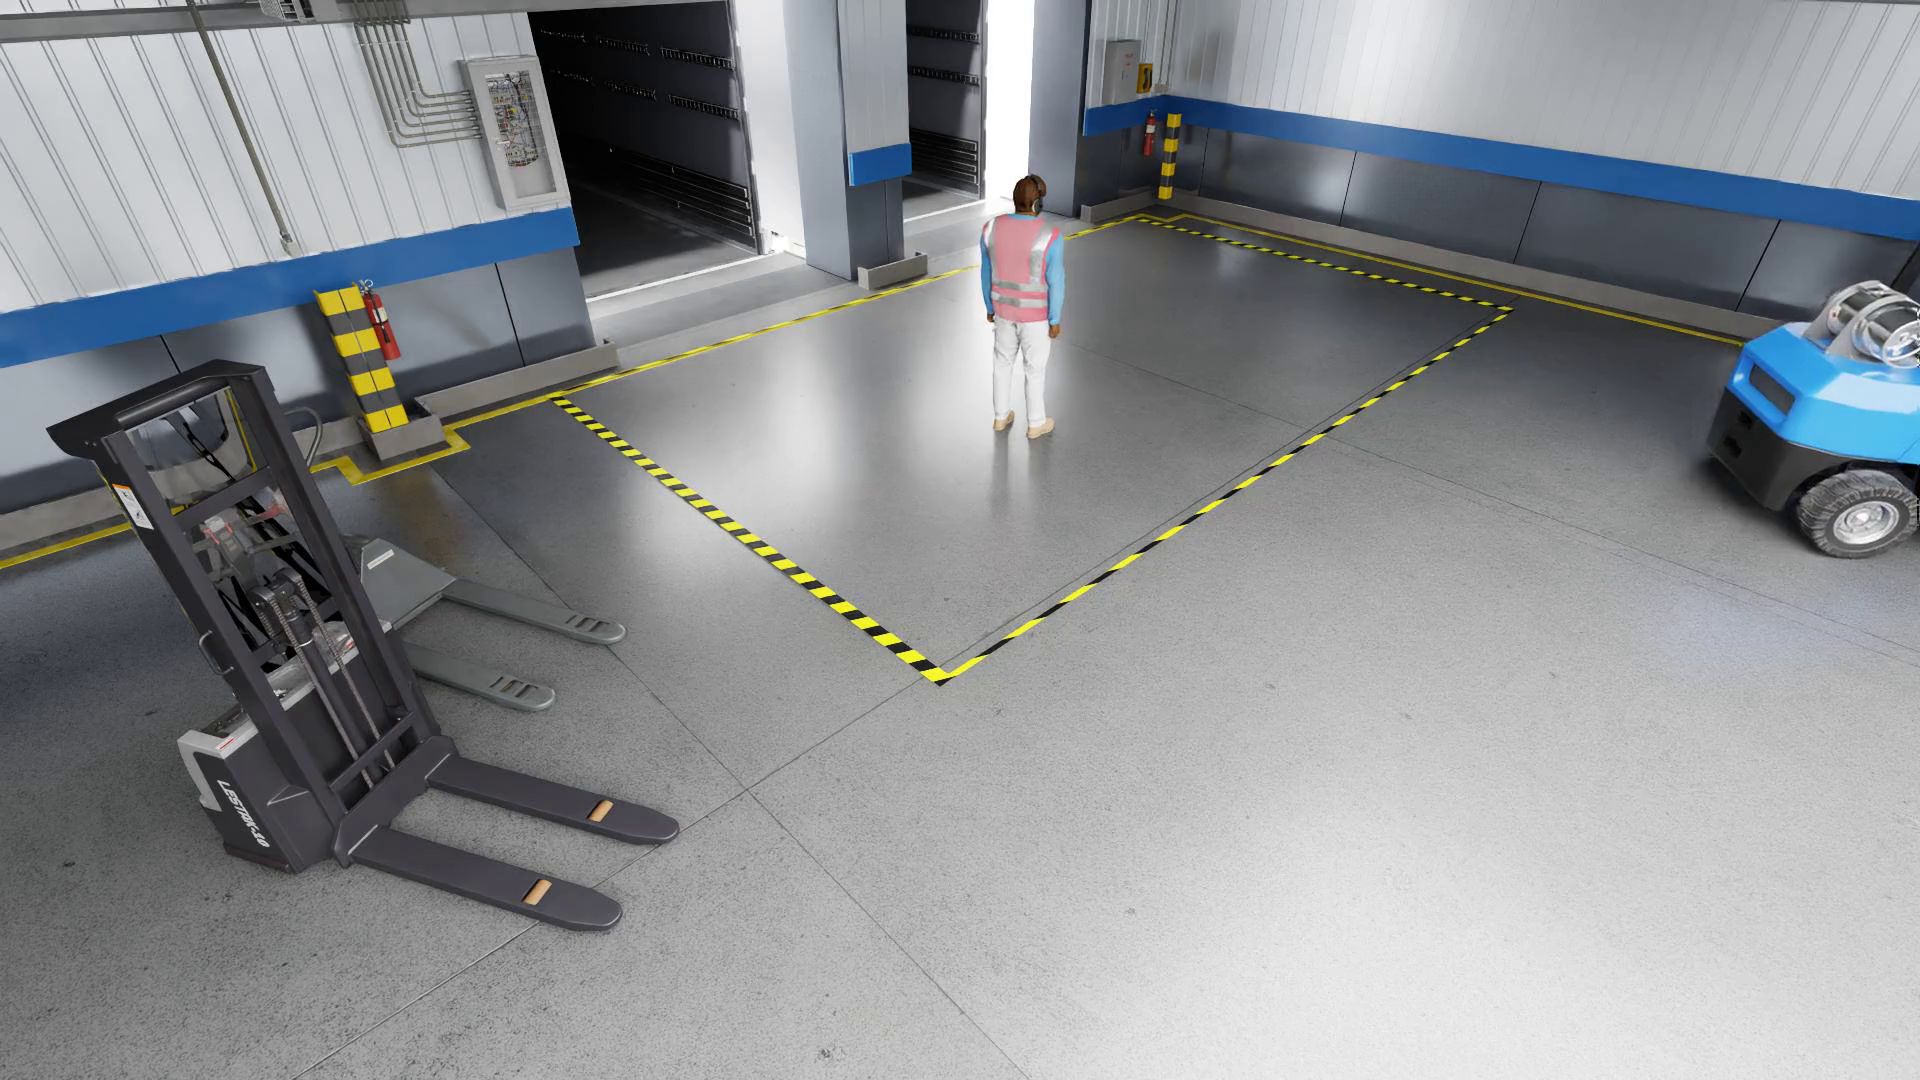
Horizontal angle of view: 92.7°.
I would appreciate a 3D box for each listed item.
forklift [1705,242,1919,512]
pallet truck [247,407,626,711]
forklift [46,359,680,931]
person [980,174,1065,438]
[{"bbox_3d":[6.329,-1.095,5.268,2.680,2.036,1.157,8,35,11],"label":"forklift"},{"bbox_3d":[-2.628,0.038,4.590,1.601,1.201,0.680,12,36,18],"label":"pallet truck"},{"bbox_3d":[-2.135,0.422,3.354,1.885,1.965,0.823,10,35,14],"label":"forklift"},{"bbox_3d":[0.449,-1.614,6.485,0.624,1.843,0.430,19,38,25],"label":"person"}]
